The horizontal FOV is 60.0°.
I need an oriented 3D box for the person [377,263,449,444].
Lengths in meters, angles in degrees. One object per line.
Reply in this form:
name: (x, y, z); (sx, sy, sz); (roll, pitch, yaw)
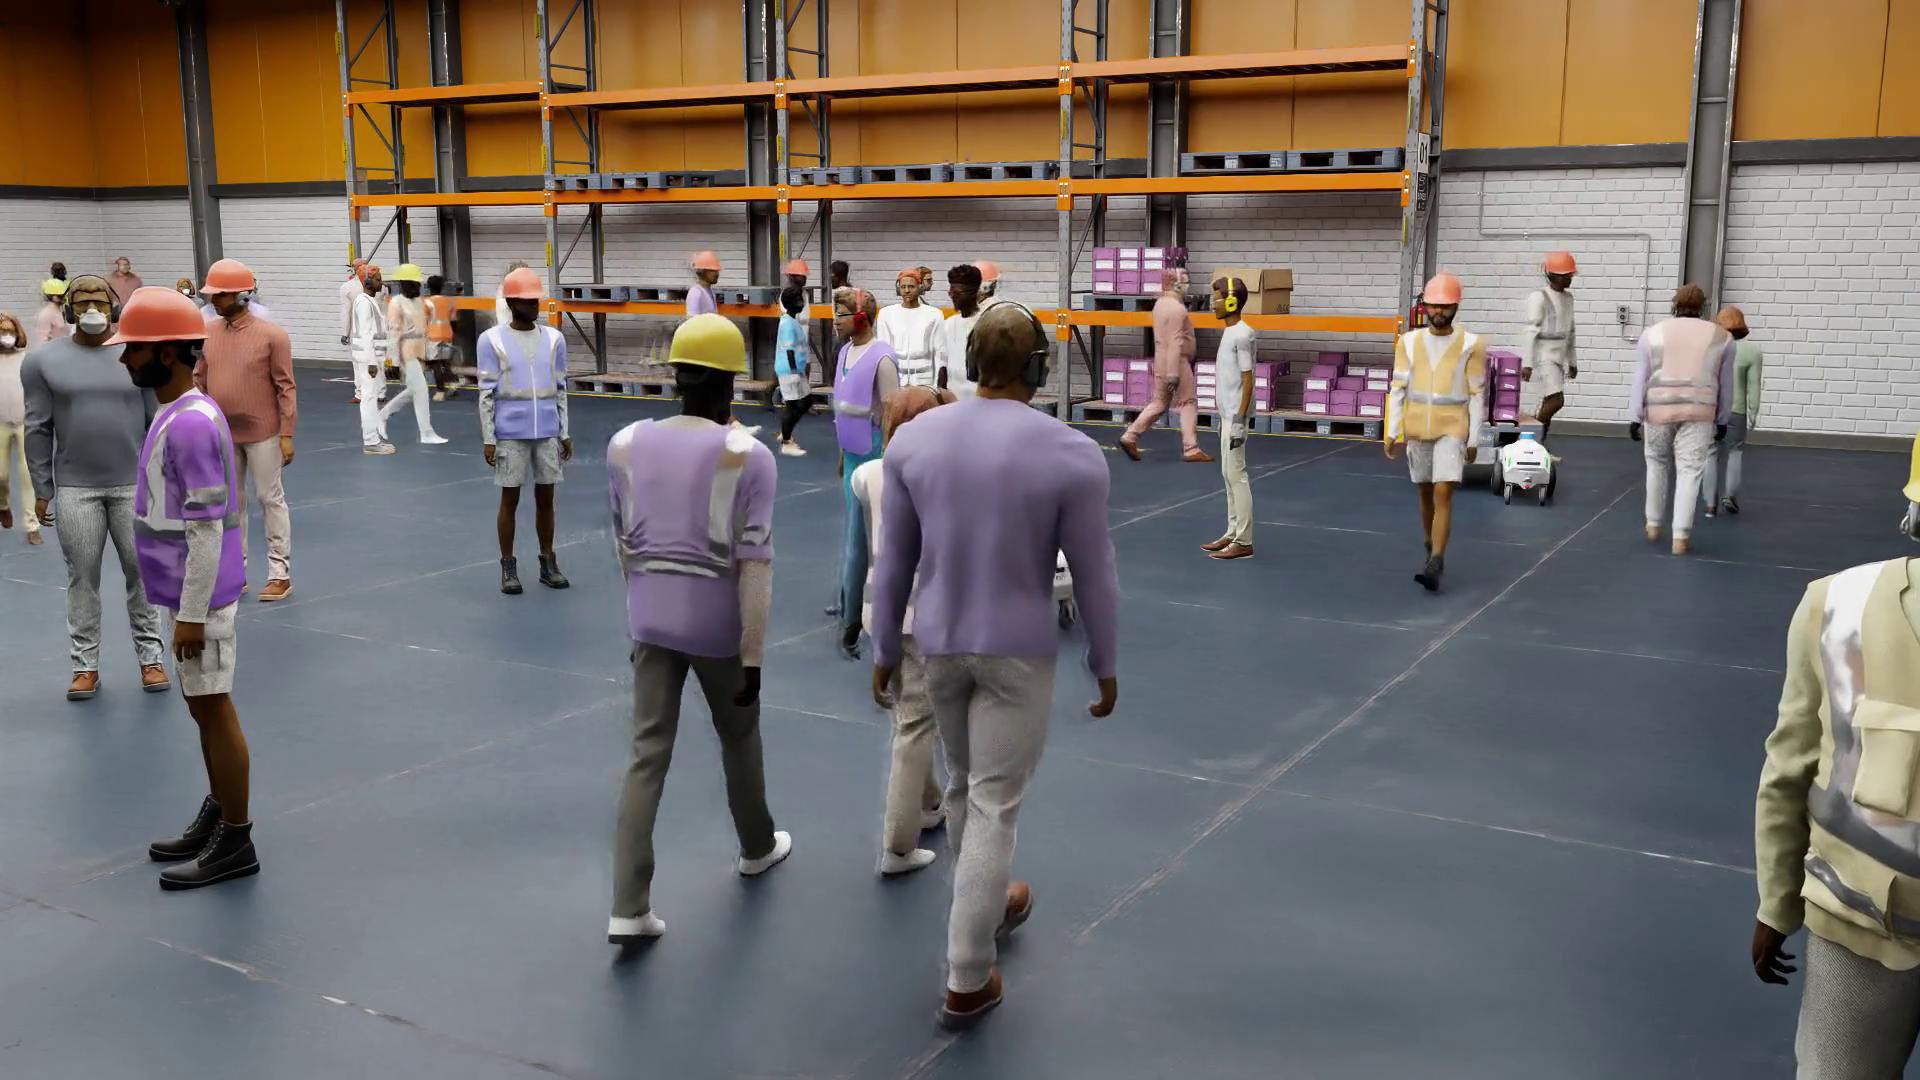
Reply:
person: (-5.830, -1.954, 17.469); (0.831, 1.902, 0.591); (1, 10, 6)

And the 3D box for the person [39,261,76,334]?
person: (-14.467, -3.575, 26.847); (0.647, 1.824, 0.448); (-7, 12, -36)

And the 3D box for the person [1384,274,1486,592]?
person: (2.877, -0.658, 10.123); (0.546, 1.889, 0.996); (6, 12, 31)

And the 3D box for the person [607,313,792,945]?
person: (-0.822, 0.251, 5.085); (0.583, 1.872, 1.023); (3, 10, 15)

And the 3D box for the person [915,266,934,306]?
person: (-0.449, -2.110, 18.497); (0.327, 1.843, 0.515); (0, 10, 2)

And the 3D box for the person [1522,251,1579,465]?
person: (5.587, -1.694, 15.649); (0.739, 2.017, 0.487); (-9, 13, -40)

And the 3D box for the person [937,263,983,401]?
person: (0.035, -0.957, 11.667); (0.515, 1.944, 0.634); (-8, 13, -39)

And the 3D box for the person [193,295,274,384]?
person: (-5.764, -1.202, 13.198); (0.678, 1.895, 0.419); (-2, 10, -12)

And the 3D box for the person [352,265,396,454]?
person: (-5.875, -1.798, 16.625); (0.362, 1.883, 0.575); (-3, 10, -15)

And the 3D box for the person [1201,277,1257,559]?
person: (1.803, -0.801, 11.032); (0.311, 1.864, 0.533); (0, 10, -1)

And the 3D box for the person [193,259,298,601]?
person: (-4.176, -0.629, 9.702); (0.612, 1.990, 0.392); (2, 10, 9)

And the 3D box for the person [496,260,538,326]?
person: (-4.684, -1.987, 17.570); (0.503, 1.924, 0.648); (3, 10, 17)

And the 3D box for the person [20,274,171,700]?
person: (-3.935, -0.243, 7.661); (0.631, 1.940, 0.372); (-5, 11, -26)

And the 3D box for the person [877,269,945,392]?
person: (-0.413, -1.294, 13.770); (0.574, 1.883, 0.356); (1, 10, 3)

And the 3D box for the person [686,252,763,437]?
person: (-2.543, -1.989, 17.374); (1.002, 1.995, 0.639); (1, 10, 5)

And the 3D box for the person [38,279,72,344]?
person: (-9.977, -2.010, 18.296); (0.916, 1.722, 0.523); (1, 10, 4)

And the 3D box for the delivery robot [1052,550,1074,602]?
delivery robot: (0.292, 0.188, 8.868); (0.707, 0.478, 0.477); (-9, 13, -41)

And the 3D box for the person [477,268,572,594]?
person: (-2.584, -0.650, 9.961); (0.556, 1.935, 0.369); (-7, 12, -34)

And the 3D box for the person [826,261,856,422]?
person: (-1.335, -2.297, 19.400); (0.479, 1.896, 0.628); (3, 11, 18)

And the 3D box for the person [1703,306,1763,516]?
person: (5.863, -0.983, 12.773); (0.496, 1.616, 0.408); (5, 11, 26)

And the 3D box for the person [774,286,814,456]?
person: (-1.634, -1.655, 16.376); (0.378, 1.679, 0.547); (0, 10, 1)

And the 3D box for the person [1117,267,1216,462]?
person: (1.981, -1.667, 15.908); (0.897, 1.873, 0.649); (-2, 10, -10)

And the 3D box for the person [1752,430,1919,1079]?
person: (1.675, 0.660, 2.849); (0.600, 1.830, 0.404); (7, 12, 34)

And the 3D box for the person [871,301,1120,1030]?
person: (0.124, 0.308, 4.605); (0.665, 1.909, 0.895); (4, 11, 24)

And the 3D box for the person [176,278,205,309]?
person: (-10.683, -2.806, 23.035); (0.507, 1.632, 0.272); (-8, 13, -40)

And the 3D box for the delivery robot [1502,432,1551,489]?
delivery robot: (4.608, -0.636, 13.538); (0.477, 0.478, 0.707); (3, 10, 15)

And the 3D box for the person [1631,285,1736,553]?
person: (4.985, -0.852, 11.503); (0.644, 1.794, 0.919); (4, 11, 24)

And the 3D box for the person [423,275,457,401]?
person: (-7.012, -2.704, 22.328); (0.368, 1.685, 0.535); (8, 12, 37)

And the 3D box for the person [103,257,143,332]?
person: (-14.090, -3.835, 28.137); (0.630, 1.888, 0.644); (7, 12, 36)

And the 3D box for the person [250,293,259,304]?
person: (-9.331, -2.645, 21.606); (0.512, 1.817, 0.604); (6, 12, 30)

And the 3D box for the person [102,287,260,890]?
person: (-2.512, 0.157, 5.396); (0.356, 1.938, 0.543); (-6, 11, -29)

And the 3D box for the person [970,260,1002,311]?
person: (0.318, -1.229, 13.176); (0.801, 1.969, 0.613); (-1, 10, -7)

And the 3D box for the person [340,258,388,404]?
person: (-7.879, -2.754, 21.969); (0.407, 1.906, 0.654); (9, 14, 43)

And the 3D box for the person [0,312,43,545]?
person: (-6.665, -0.793, 11.686); (0.506, 1.615, 0.675); (-7, 12, -34)

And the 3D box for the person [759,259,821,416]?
person: (-2.078, -2.470, 20.368); (0.717, 1.915, 0.546); (5, 11, 25)

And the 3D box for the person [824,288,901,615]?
person: (-0.499, -0.455, 9.135); (0.389, 1.841, 0.564); (-5, 11, -28)

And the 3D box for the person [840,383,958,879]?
person: (-0.090, 0.282, 5.613); (0.541, 1.608, 0.754); (6, 12, 32)
